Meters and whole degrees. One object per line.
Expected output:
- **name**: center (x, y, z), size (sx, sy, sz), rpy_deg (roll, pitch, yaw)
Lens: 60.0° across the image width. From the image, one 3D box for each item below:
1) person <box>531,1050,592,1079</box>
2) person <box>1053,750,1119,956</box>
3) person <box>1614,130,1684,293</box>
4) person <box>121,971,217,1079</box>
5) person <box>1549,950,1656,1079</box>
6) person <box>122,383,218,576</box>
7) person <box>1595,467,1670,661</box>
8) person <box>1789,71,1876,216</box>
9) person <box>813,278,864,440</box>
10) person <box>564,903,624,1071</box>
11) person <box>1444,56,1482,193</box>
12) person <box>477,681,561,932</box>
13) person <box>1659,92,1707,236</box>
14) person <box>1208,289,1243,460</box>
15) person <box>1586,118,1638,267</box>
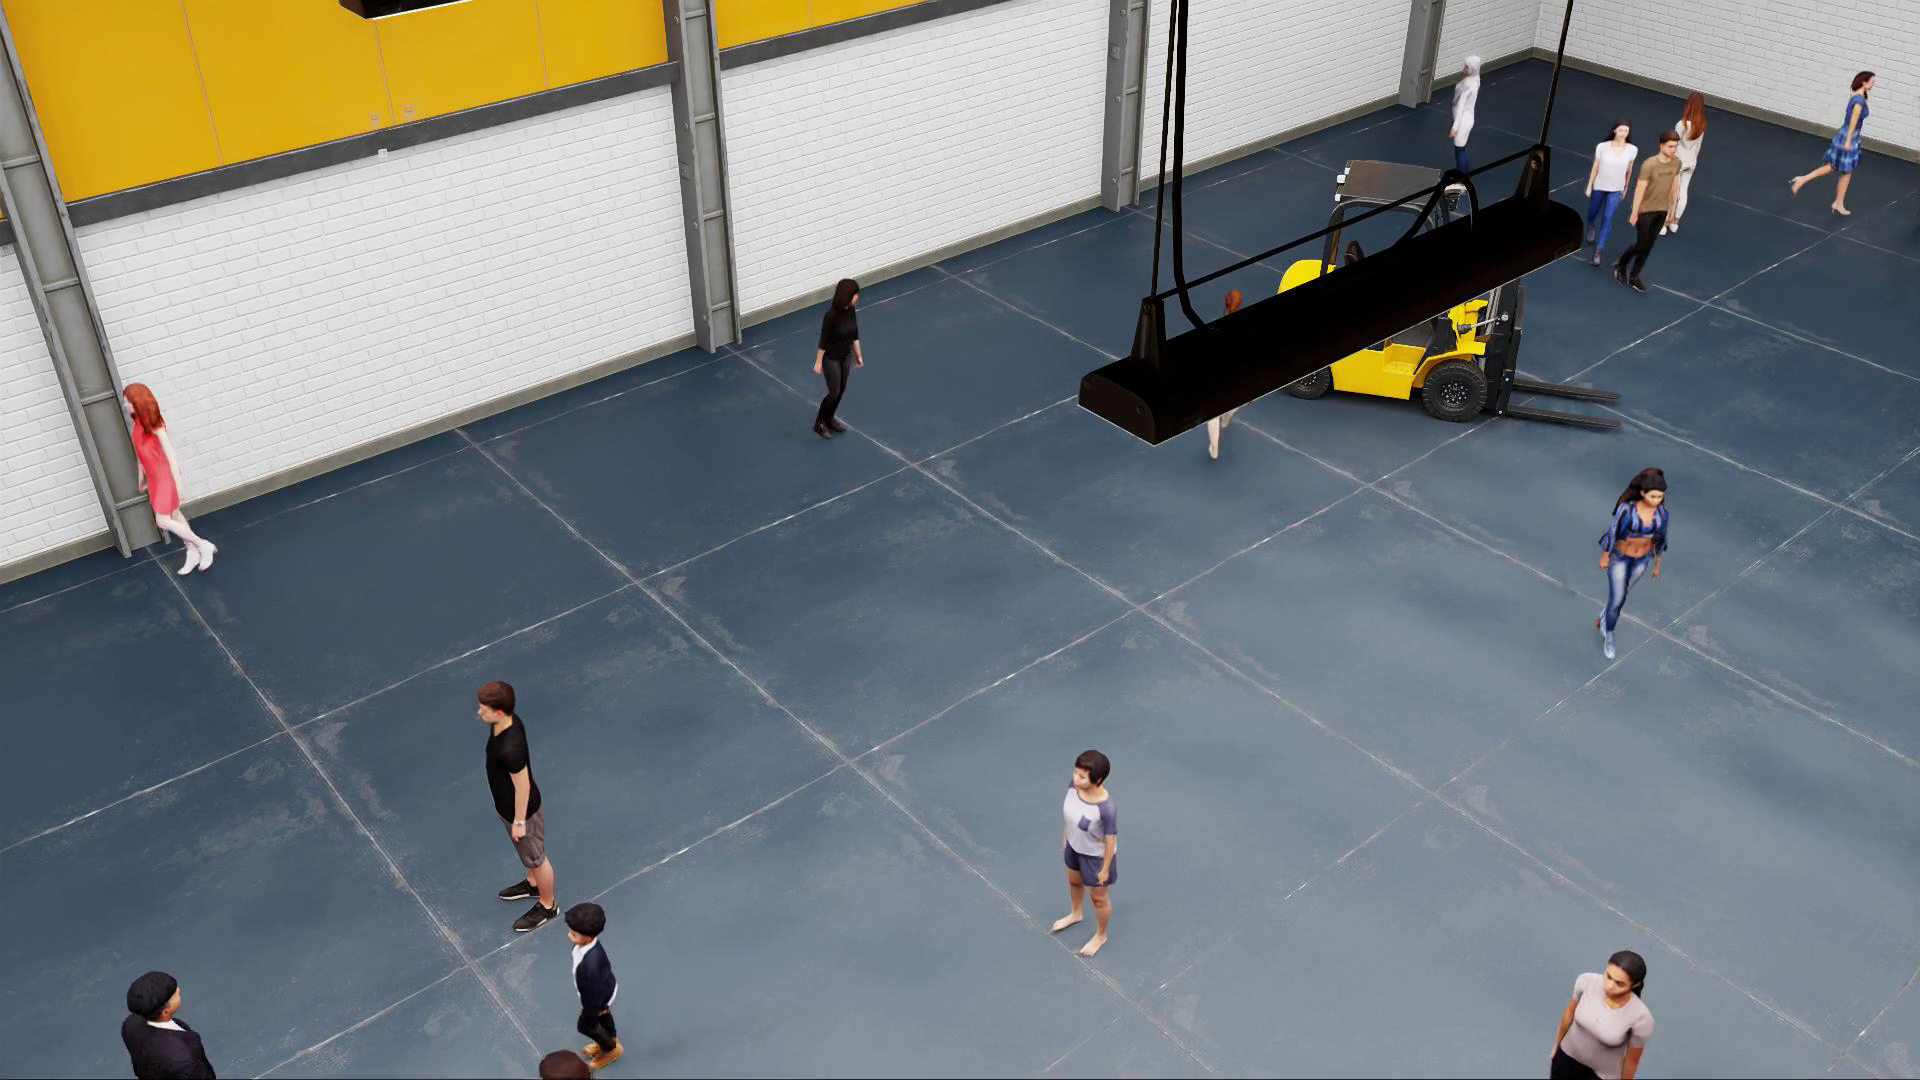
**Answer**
- **person**: center (-1.872, 3.088, 8.430), size (0.843, 1.727, 1.183), rpy_deg (21, 39, 29)
- **person**: center (0.804, 1.915, 10.341), size (0.523, 1.565, 0.565), rpy_deg (-23, 40, -31)
- **person**: center (7.658, -3.697, 18.533), size (0.758, 1.842, 0.831), rpy_deg (-11, 35, -16)
- **person**: center (-4.013, 2.967, 8.483), size (0.737, 1.869, 0.633), rpy_deg (26, 42, 34)
- **person**: center (3.419, 2.776, 8.889), size (0.814, 1.737, 0.610), rpy_deg (-24, 41, -32)
- **person**: center (-6.499, -0.515, 13.770), size (0.620, 1.815, 0.595), rpy_deg (-26, 42, -34)
- **person**: center (5.207, 0.110, 13.024), size (0.852, 1.600, 0.904), rpy_deg (-1, 34, -2)
- **person**: center (10.735, -4.835, 20.298), size (1.011, 1.784, 1.049), rpy_deg (11, 35, 15)
- **person**: center (-1.226, -1.722, 15.772), size (0.642, 1.610, 0.752), rpy_deg (-26, 42, -34)
- **person**: center (-2.075, 2.571, 9.667), size (0.596, 1.218, 0.573), rpy_deg (-8, 34, -11)
- **person**: center (6.352, -5.223, 20.902), size (0.868, 1.761, 0.666), rpy_deg (27, 42, 34)
- **person**: center (-2.783, 1.641, 10.484), size (0.663, 1.862, 0.720), rpy_deg (-16, 37, -22)
- **person**: center (8.617, -4.487, 19.840), size (0.588, 1.711, 0.714), rpy_deg (-11, 35, -17)
- **person**: center (2.447, -1.511, 15.464), size (1.002, 1.599, 1.078), rpy_deg (4, 34, 6)
- **person**: center (7.470, -4.055, 19.241), size (0.988, 1.655, 1.184), rpy_deg (10, 35, 15)
